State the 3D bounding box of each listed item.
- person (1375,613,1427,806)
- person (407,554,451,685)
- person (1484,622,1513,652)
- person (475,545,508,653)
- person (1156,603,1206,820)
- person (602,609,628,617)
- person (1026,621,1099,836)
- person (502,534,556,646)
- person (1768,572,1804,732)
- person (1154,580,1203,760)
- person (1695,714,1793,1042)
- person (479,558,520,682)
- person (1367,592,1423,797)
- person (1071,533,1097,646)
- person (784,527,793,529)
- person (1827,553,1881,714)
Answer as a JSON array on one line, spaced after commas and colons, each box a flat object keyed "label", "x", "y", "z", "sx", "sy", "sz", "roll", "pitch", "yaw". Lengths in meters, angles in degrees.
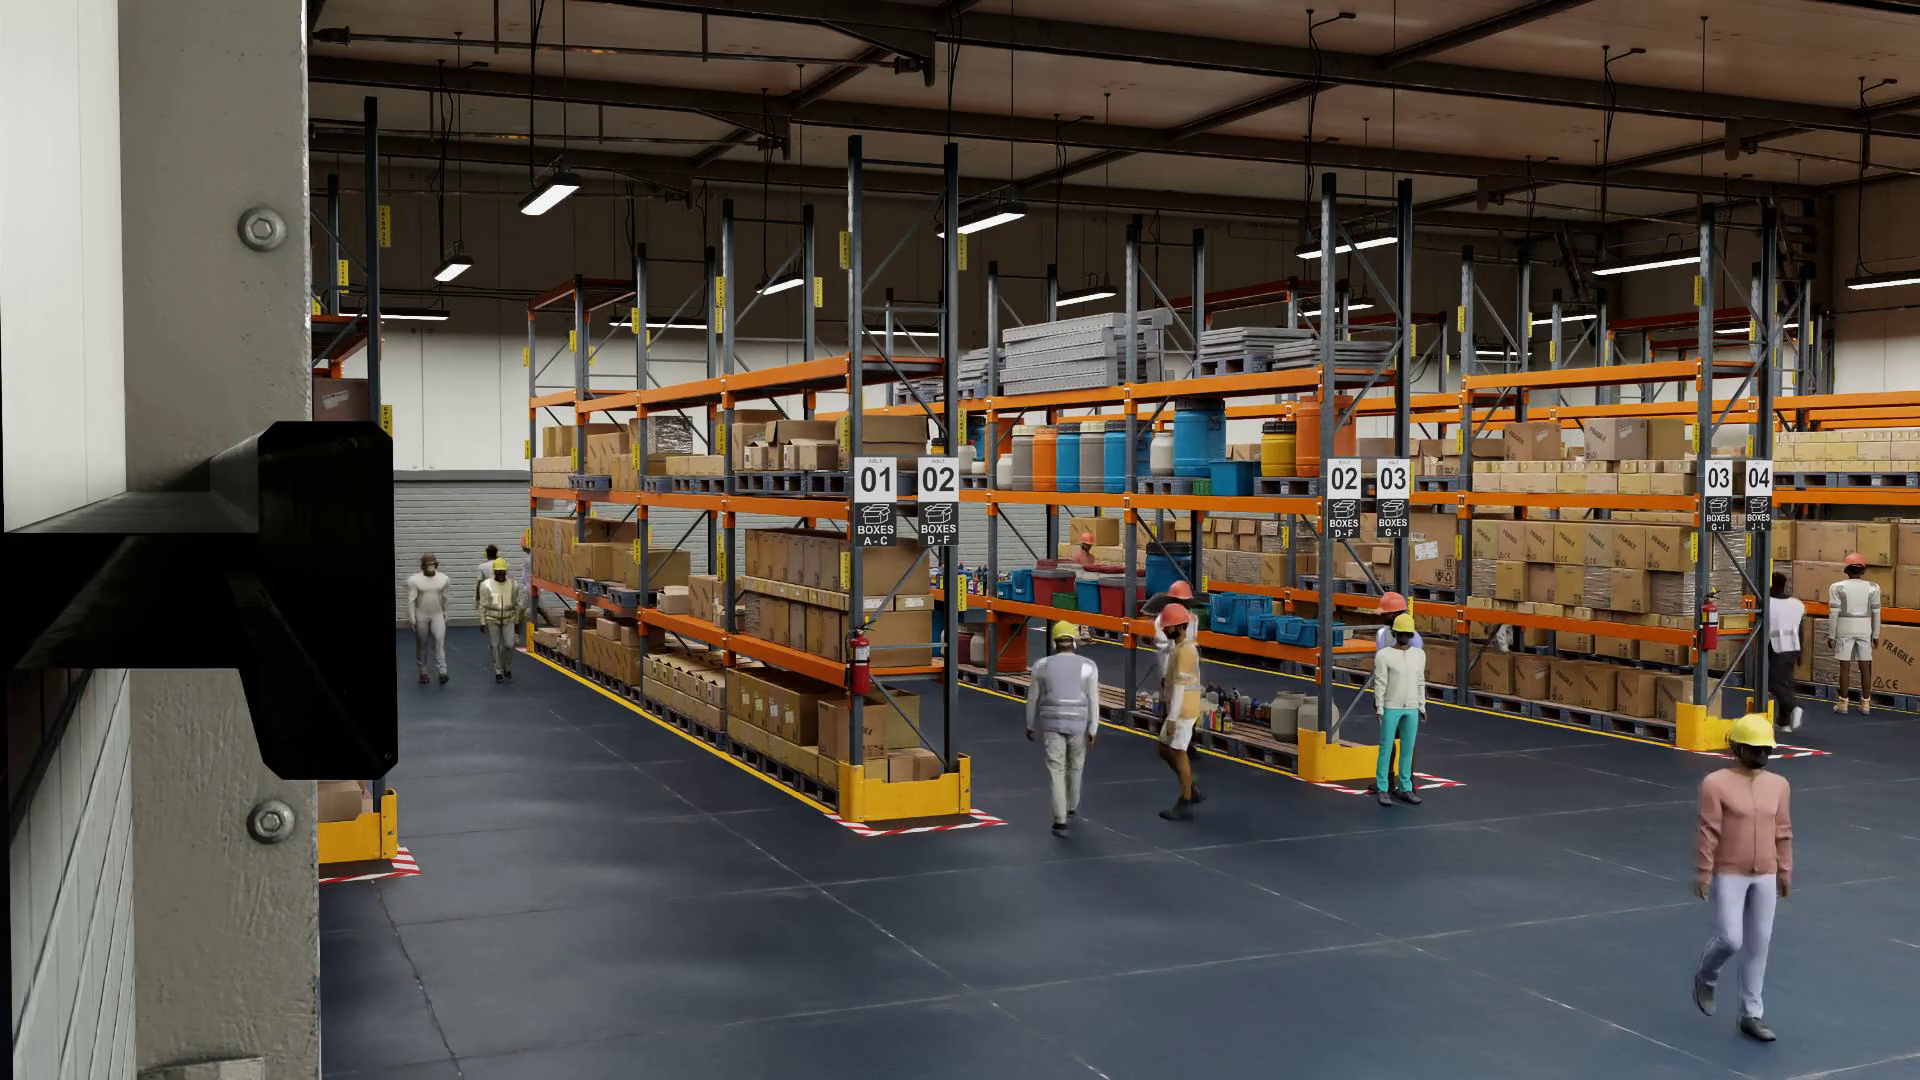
[{"label": "person", "x": 4.076, "y": 1.556, "z": 16.528, "sx": 0.528, "sy": 1.765, "sz": 0.328, "roll": -1, "pitch": 2, "yaw": -17}, {"label": "person", "x": -7.631, "y": 1.145, "z": 25.776, "sx": 0.632, "sy": 1.874, "sz": 1.044, "roll": -1, "pitch": 2, "yaw": -26}, {"label": "person", "x": 8.032, "y": 1.269, "z": 26.355, "sx": 0.564, "sy": 1.586, "sz": 0.634, "roll": -1, "pitch": 2, "yaw": -24}, {"label": "person", "x": -7.929, "y": 1.000, "z": 30.377, "sx": 0.569, "sy": 1.814, "sz": 0.901, "roll": -1, "pitch": 2, "yaw": -28}, {"label": "person", "x": 1.923, "y": 1.512, "z": 15.837, "sx": 0.398, "sy": 1.913, "sz": 0.540, "roll": 0, "pitch": 2, "yaw": 0}, {"label": "person", "x": -6.518, "y": 0.812, "z": 33.500, "sx": 0.967, "sy": 1.946, "sz": 0.655, "roll": 0, "pitch": 2, "yaw": -5}, {"label": "person", "x": 0.874, "y": 1.590, "z": 15.396, "sx": 0.614, "sy": 1.776, "sz": 0.938, "roll": 0, "pitch": 2, "yaw": -1}, {"label": "person", "x": -7.528, "y": 0.864, "z": 31.702, "sx": 1.052, "sy": 1.998, "sz": 0.611, "roll": 0, "pitch": 2, "yaw": -1}, {"label": "person", "x": 9.680, "y": 1.323, "z": 21.003, "sx": 0.587, "sy": 1.897, "sz": 0.644, "roll": 0, "pitch": 2, "yaw": -8}, {"label": "person", "x": 2.324, "y": 1.387, "z": 18.941, "sx": 0.547, "sy": 1.916, "sz": 0.584, "roll": -1, "pitch": 2, "yaw": -22}, {"label": "person", "x": 4.276, "y": 1.814, "z": 9.796, "sx": 0.545, "sy": 1.752, "sz": 0.445, "roll": 0, "pitch": 2, "yaw": -9}, {"label": "person", "x": -6.681, "y": 1.165, "z": 26.014, "sx": 0.608, "sy": 1.812, "sz": 0.472, "roll": -1, "pitch": 2, "yaw": -23}, {"label": "person", "x": 4.117, "y": 1.456, "z": 16.976, "sx": 0.379, "sy": 1.931, "sz": 0.548, "roll": -1, "pitch": 3, "yaw": -32}, {"label": "person", "x": 2.206, "y": 0.867, "z": 31.665, "sx": 0.392, "sy": 1.985, "sz": 0.610, "roll": 2, "pitch": 3, "yaw": 41}, {"label": "person", "x": -3.642, "y": 0.675, "z": 37.487, "sx": 0.615, "sy": 1.928, "sz": 0.976, "roll": 2, "pitch": 3, "yaw": 41}, {"label": "person", "x": 11.330, "y": 1.180, "z": 22.721, "sx": 0.615, "sy": 2.043, "sz": 0.373, "roll": 0, "pitch": 2, "yaw": 10}]
